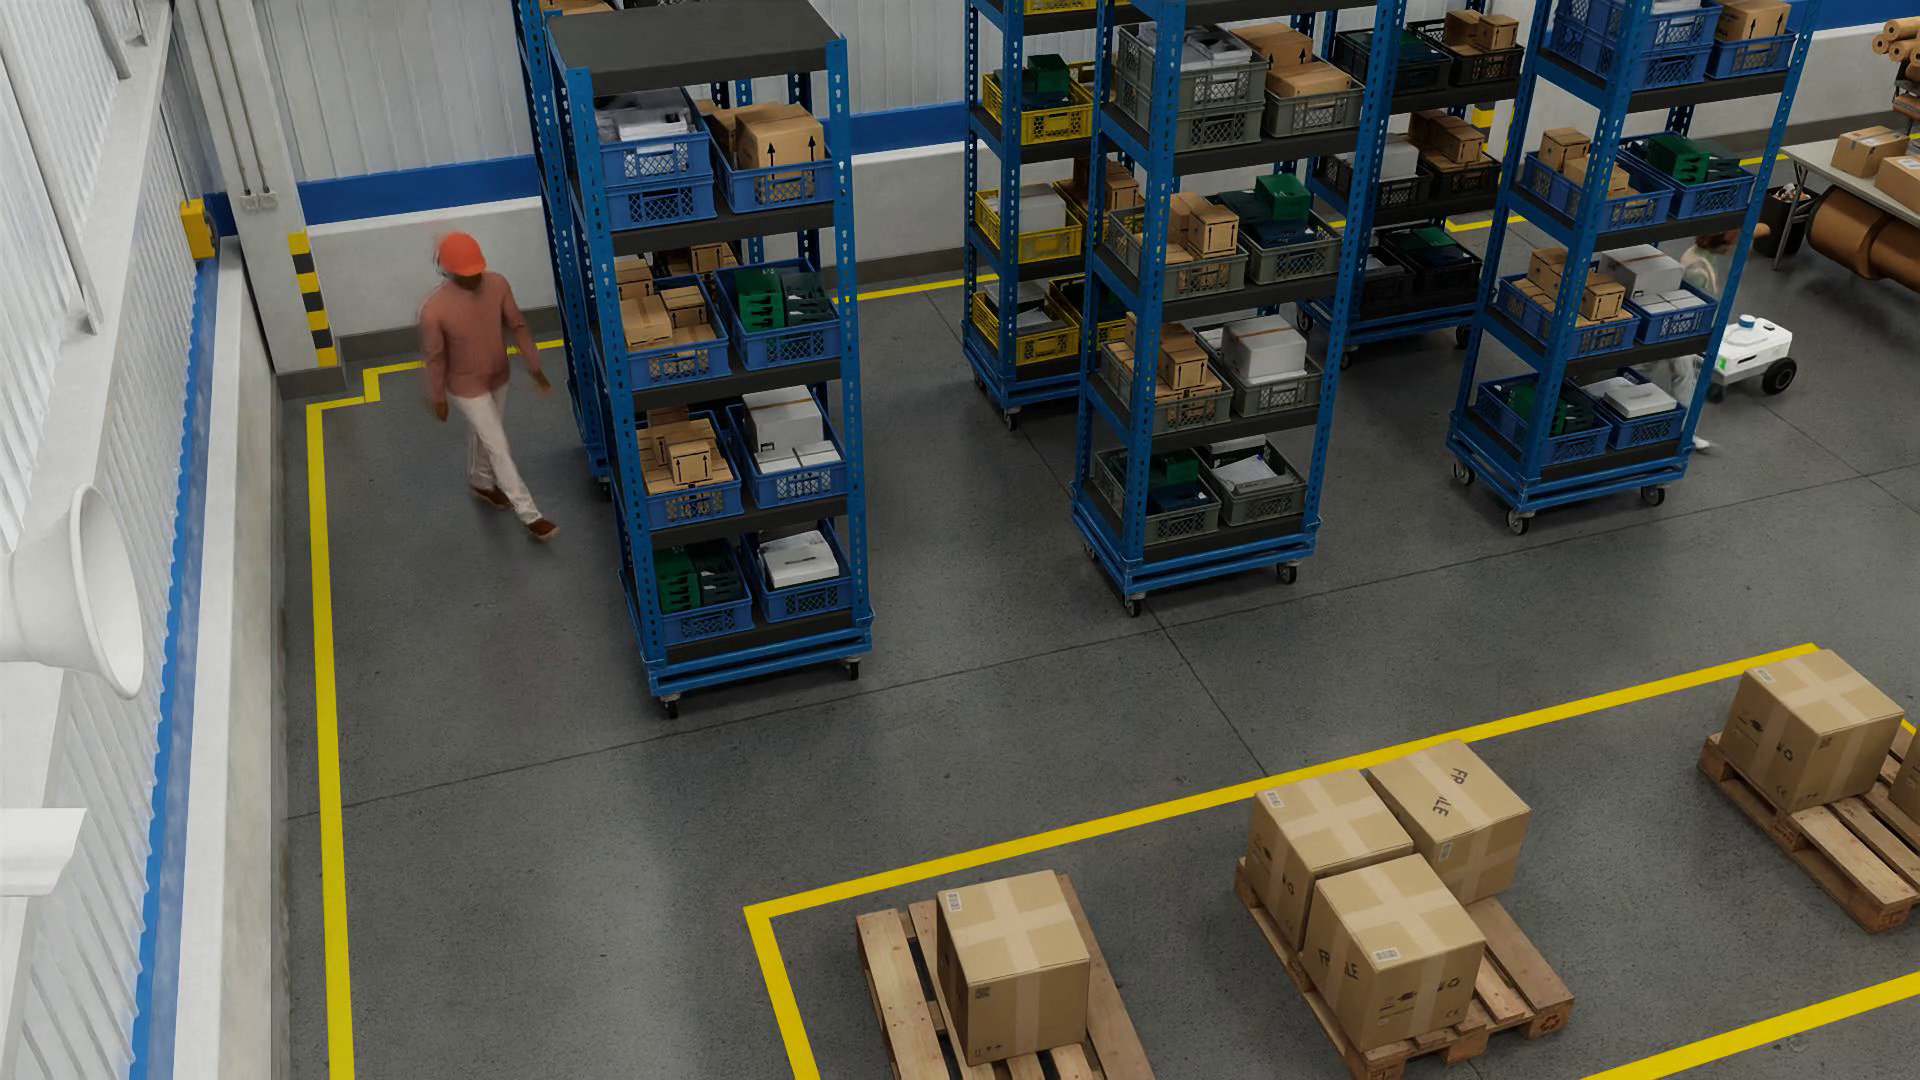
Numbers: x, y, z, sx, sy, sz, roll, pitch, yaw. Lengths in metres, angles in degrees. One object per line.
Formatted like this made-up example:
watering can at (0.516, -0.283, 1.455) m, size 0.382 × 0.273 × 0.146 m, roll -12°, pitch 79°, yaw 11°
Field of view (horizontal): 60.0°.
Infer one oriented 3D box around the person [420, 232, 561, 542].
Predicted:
person at (-2.761, -0.922, 9.893) m, size 0.965 × 1.944 × 0.619 m, roll 20°, pitch 40°, yaw 26°

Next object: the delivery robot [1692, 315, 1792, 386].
delivery robot at (5.430, -1.332, 11.598) m, size 0.707 × 0.478 × 0.477 m, roll -17°, pitch 39°, yaw -22°

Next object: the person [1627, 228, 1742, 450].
person at (4.705, -1.359, 10.800) m, size 0.589 × 1.609 × 0.524 m, roll 10°, pitch 36°, yaw 14°
